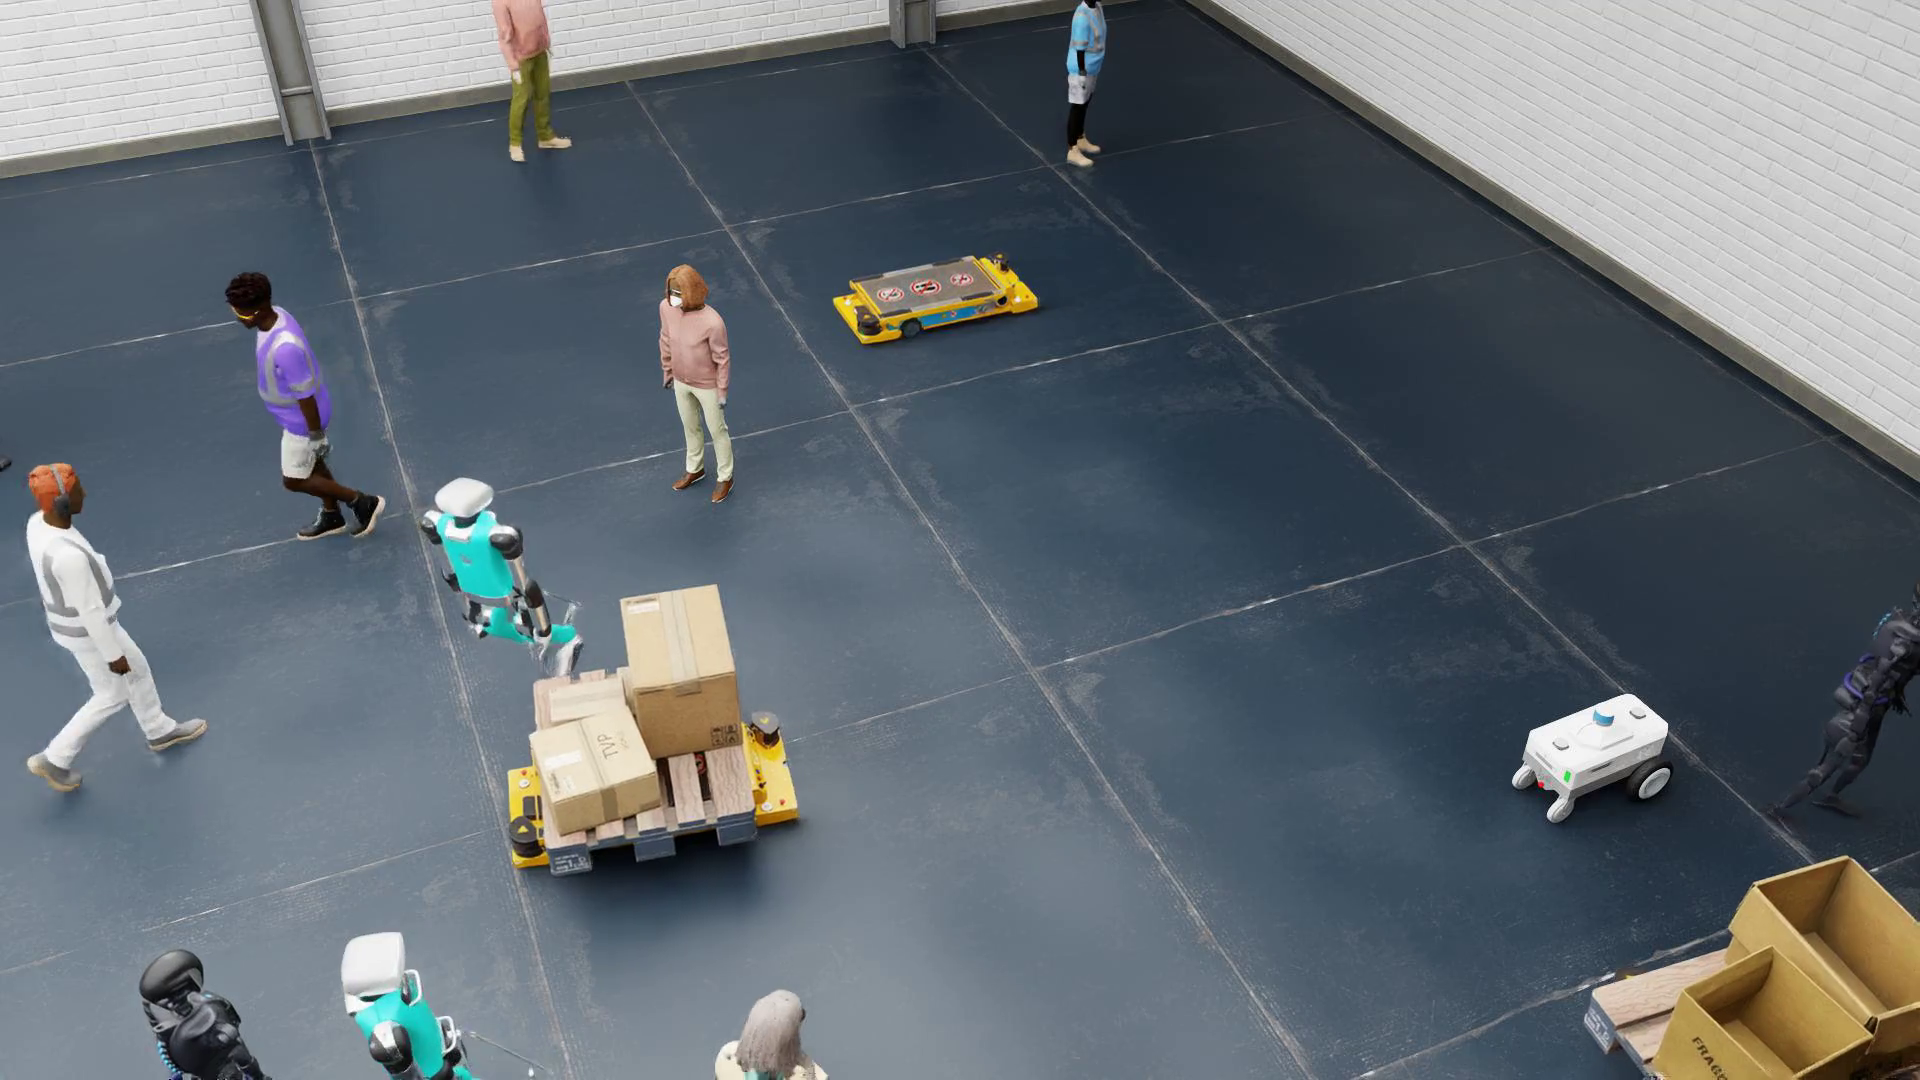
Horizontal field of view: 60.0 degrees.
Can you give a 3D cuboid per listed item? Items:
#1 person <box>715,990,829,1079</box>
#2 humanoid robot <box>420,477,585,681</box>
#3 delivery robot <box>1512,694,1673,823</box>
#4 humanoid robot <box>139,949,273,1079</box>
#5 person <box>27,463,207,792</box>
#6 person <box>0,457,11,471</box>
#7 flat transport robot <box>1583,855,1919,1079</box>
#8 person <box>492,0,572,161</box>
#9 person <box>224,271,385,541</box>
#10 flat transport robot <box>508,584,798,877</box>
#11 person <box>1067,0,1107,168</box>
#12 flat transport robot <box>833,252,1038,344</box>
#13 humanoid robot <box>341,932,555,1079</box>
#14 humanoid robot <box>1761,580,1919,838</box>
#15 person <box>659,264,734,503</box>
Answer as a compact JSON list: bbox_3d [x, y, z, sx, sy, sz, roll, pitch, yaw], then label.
[{"bbox_3d":[-0.689,2.318,6.107,0.503,1.670,0.811,17,41,21],"label":"person"},{"bbox_3d":[-2.272,0.324,8.699,0.543,1.846,0.827,12,39,15],"label":"humanoid robot"},{"bbox_3d":[3.296,1.092,8.625,0.794,0.603,0.499,-17,41,-20],"label":"delivery robot"},{"bbox_3d":[-2.741,2.106,6.376,0.588,1.645,0.504,16,40,20],"label":"humanoid robot"},{"bbox_3d":[-4.458,0.472,8.361,0.796,1.853,0.609,-23,43,-27],"label":"person"},{"bbox_3d":[-6.593,-1.310,10.646,0.625,1.900,0.424,22,43,26],"label":"person"},{"bbox_3d":[3.471,2.389,7.164,0.659,0.231,1.431,-12,39,-15],"label":"flat transport robot"},{"bbox_3d":[-3.822,-4.216,14.513,0.374,1.798,0.655,18,41,22],"label":"person"},{"bbox_3d":[-3.905,-0.768,9.896,0.495,1.942,0.648,-14,40,-17],"label":"person"},{"bbox_3d":[-1.601,1.281,8.606,1.431,0.231,0.659,-9,38,-11],"label":"flat transport robot"},{"bbox_3d":[1.097,-4.105,14.443,0.317,1.695,0.539,12,39,15],"label":"person"},{"bbox_3d":[-0.188,-1.850,12.681,1.431,0.231,0.659,-14,40,-18],"label":"flat transport robot"},{"bbox_3d":[-1.815,2.099,6.383,0.745,1.807,0.533,-14,40,-17],"label":"humanoid robot"},{"bbox_3d":[4.418,0.792,8.102,0.596,1.641,0.390,-31,47,-34],"label":"humanoid robot"},{"bbox_3d":[-1.656,-0.985,10.434,0.506,1.632,0.280,19,41,23],"label":"person"}]
